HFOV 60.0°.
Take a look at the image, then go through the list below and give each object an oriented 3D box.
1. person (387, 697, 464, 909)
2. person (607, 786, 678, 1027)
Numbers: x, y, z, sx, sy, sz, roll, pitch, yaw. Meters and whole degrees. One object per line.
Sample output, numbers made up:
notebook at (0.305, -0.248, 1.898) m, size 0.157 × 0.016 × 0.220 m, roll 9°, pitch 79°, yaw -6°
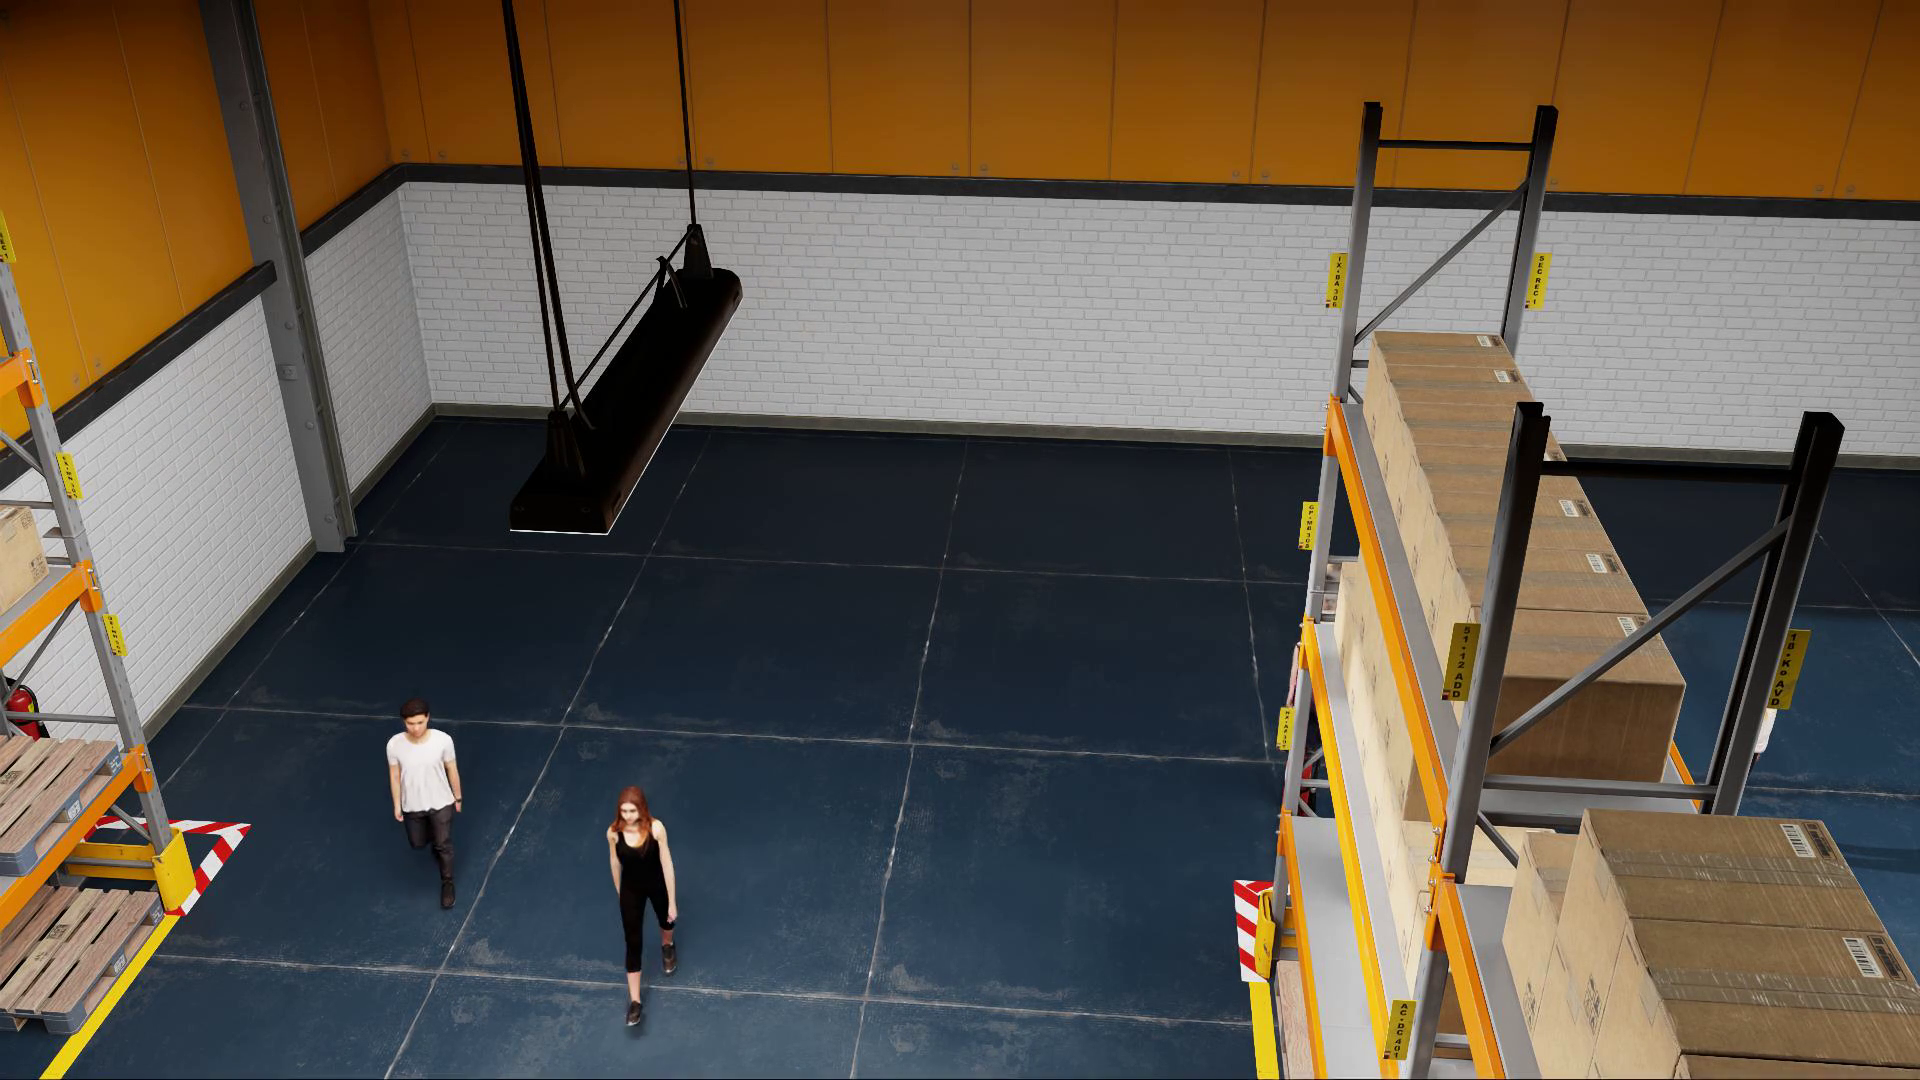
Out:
person at (-3.846, 1.824, 12.023) m, size 0.751 × 1.707 × 0.936 m, roll -4°, pitch 29°, yaw -7°
person at (-2.077, 2.302, 11.171) m, size 0.703 × 1.684 × 1.157 m, roll -2°, pitch 29°, yaw -3°
